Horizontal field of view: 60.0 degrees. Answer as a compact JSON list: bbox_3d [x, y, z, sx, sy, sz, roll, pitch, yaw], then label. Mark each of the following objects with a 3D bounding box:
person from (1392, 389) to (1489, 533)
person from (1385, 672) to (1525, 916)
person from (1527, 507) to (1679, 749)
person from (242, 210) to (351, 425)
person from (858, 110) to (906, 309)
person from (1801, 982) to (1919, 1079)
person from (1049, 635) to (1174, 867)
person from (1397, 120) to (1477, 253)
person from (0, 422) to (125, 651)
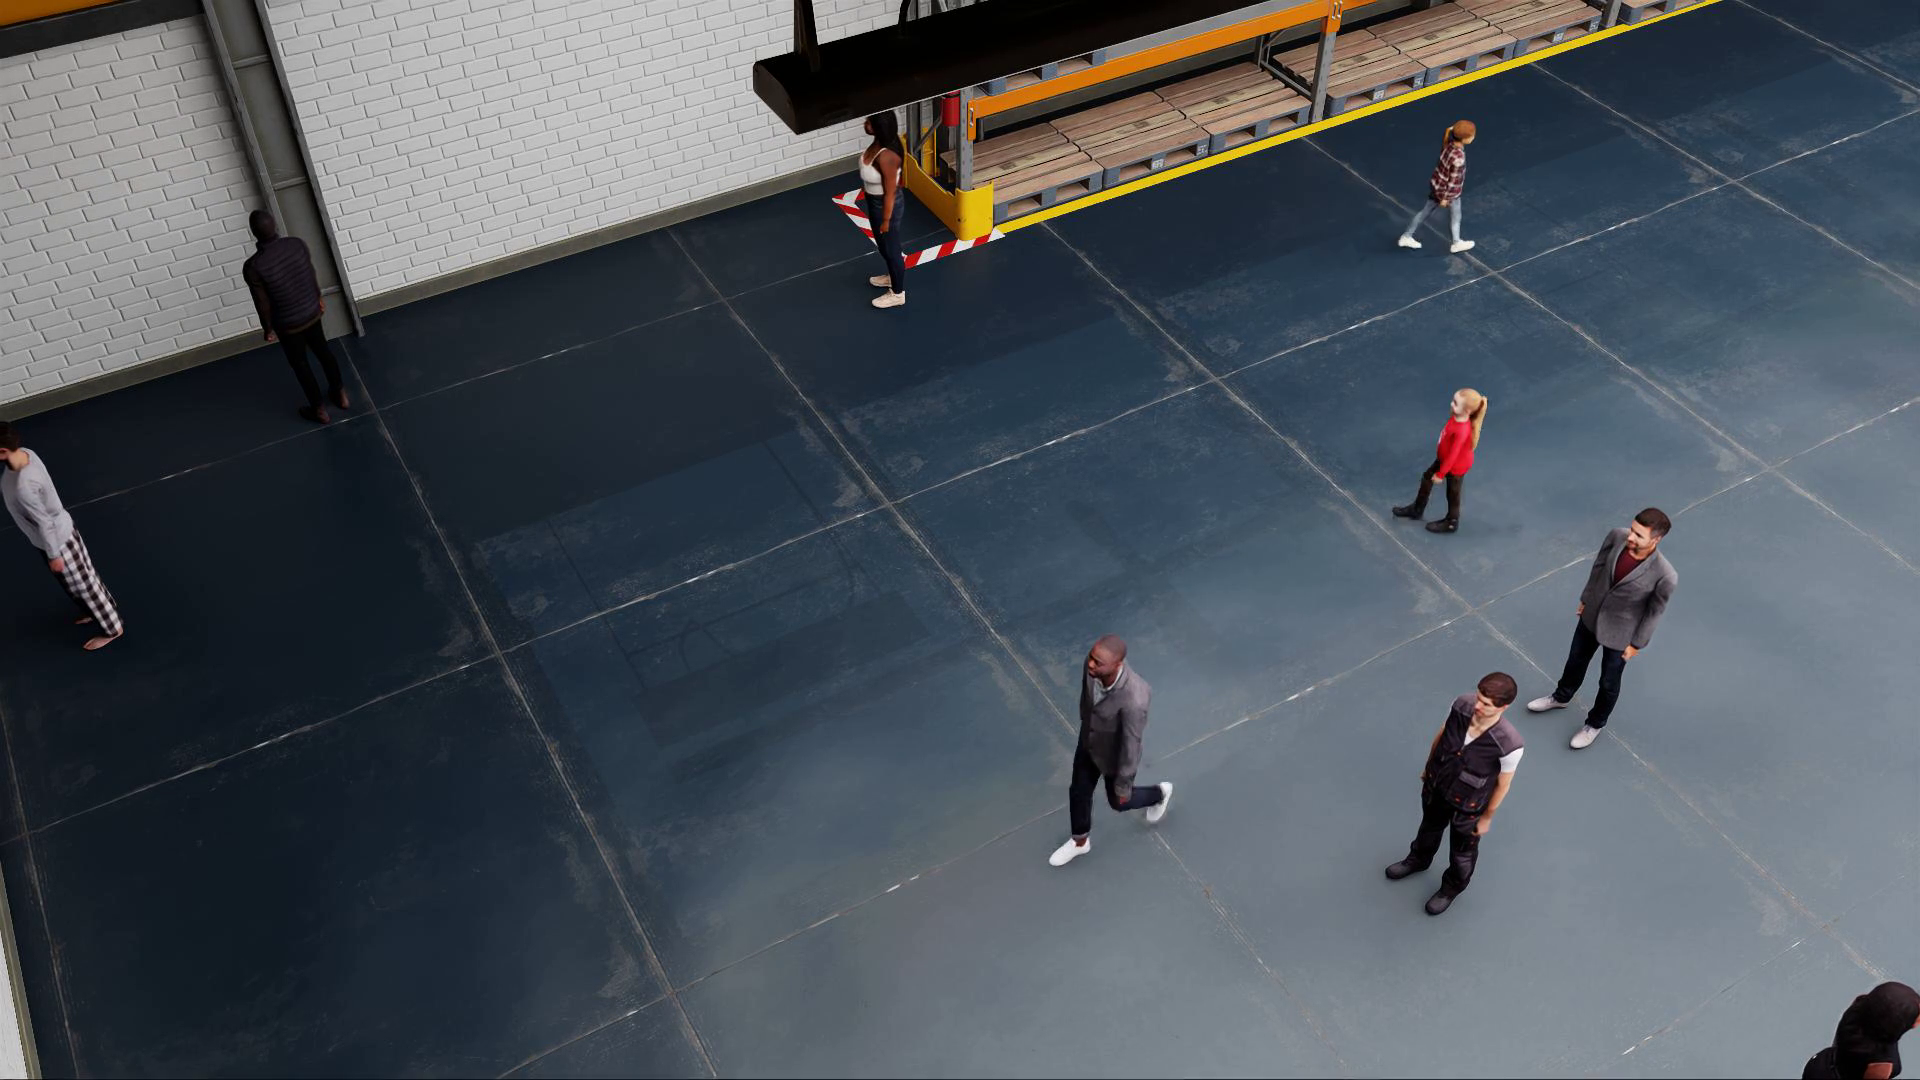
[{"bbox_3d":[3.530,-0.542,11.723,0.798,1.269,0.716,5,44,5],"label":"person"},{"bbox_3d":[2.805,1.383,9.283,0.577,1.848,0.657,-25,49,-24],"label":"person"},{"bbox_3d":[3.990,0.504,10.186,0.578,1.874,0.669,-22,48,-22],"label":"person"},{"bbox_3d":[-5.001,-1.683,12.511,0.831,1.835,0.665,28,50,26],"label":"person"},{"bbox_3d":[-0.597,-2.748,13.647,0.748,1.810,0.733,-2,44,-2],"label":"person"},{"bbox_3d":[4.230,2.654,8.027,0.707,1.740,0.663,7,44,8],"label":"person"},{"bbox_3d":[0.937,1.174,9.547,1.111,1.787,0.803,-27,50,-25],"label":"person"},{"bbox_3d":[4.116,-3.027,14.327,0.962,1.277,0.737,-6,44,-6],"label":"person"},{"bbox_3d":[-5.872,-0.046,10.784,0.545,1.847,0.632,-19,47,-19],"label":"person"}]
